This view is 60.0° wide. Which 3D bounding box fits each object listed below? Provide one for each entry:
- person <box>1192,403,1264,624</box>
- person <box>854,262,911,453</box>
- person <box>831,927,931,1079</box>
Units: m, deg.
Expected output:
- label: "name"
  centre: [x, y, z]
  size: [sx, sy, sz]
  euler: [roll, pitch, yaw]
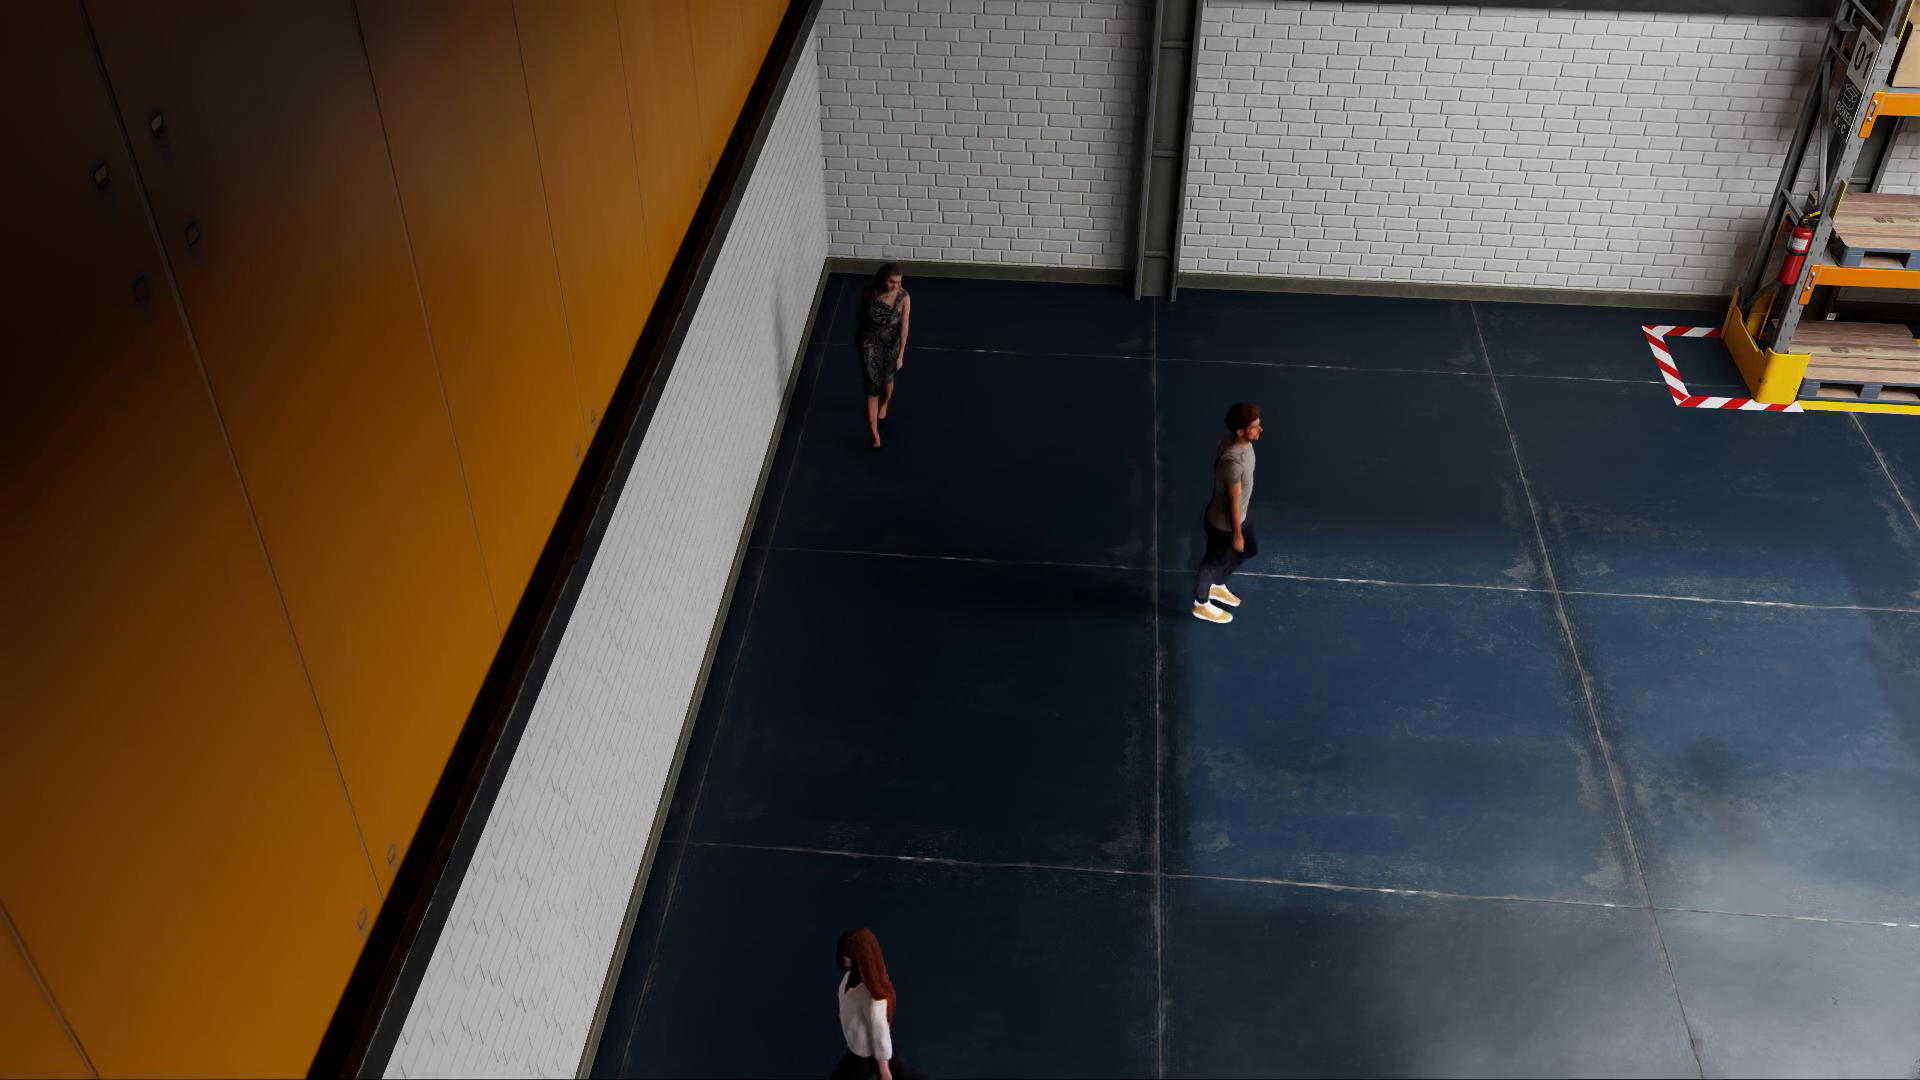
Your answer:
- label: "person"
  centre: [1.804, -0.189, 11.721]
  size: [0.718, 1.882, 0.714]
  euler: [14, 41, 17]
- label: "person"
  centre: [-0.644, -1.607, 13.680]
  size: [0.911, 1.651, 0.706]
  euler: [8, 39, 10]
- label: "person"
  centre: [-0.375, 2.553, 8.424]
  size: [1.220, 1.711, 0.813]
  euler: [-6, 39, -7]
